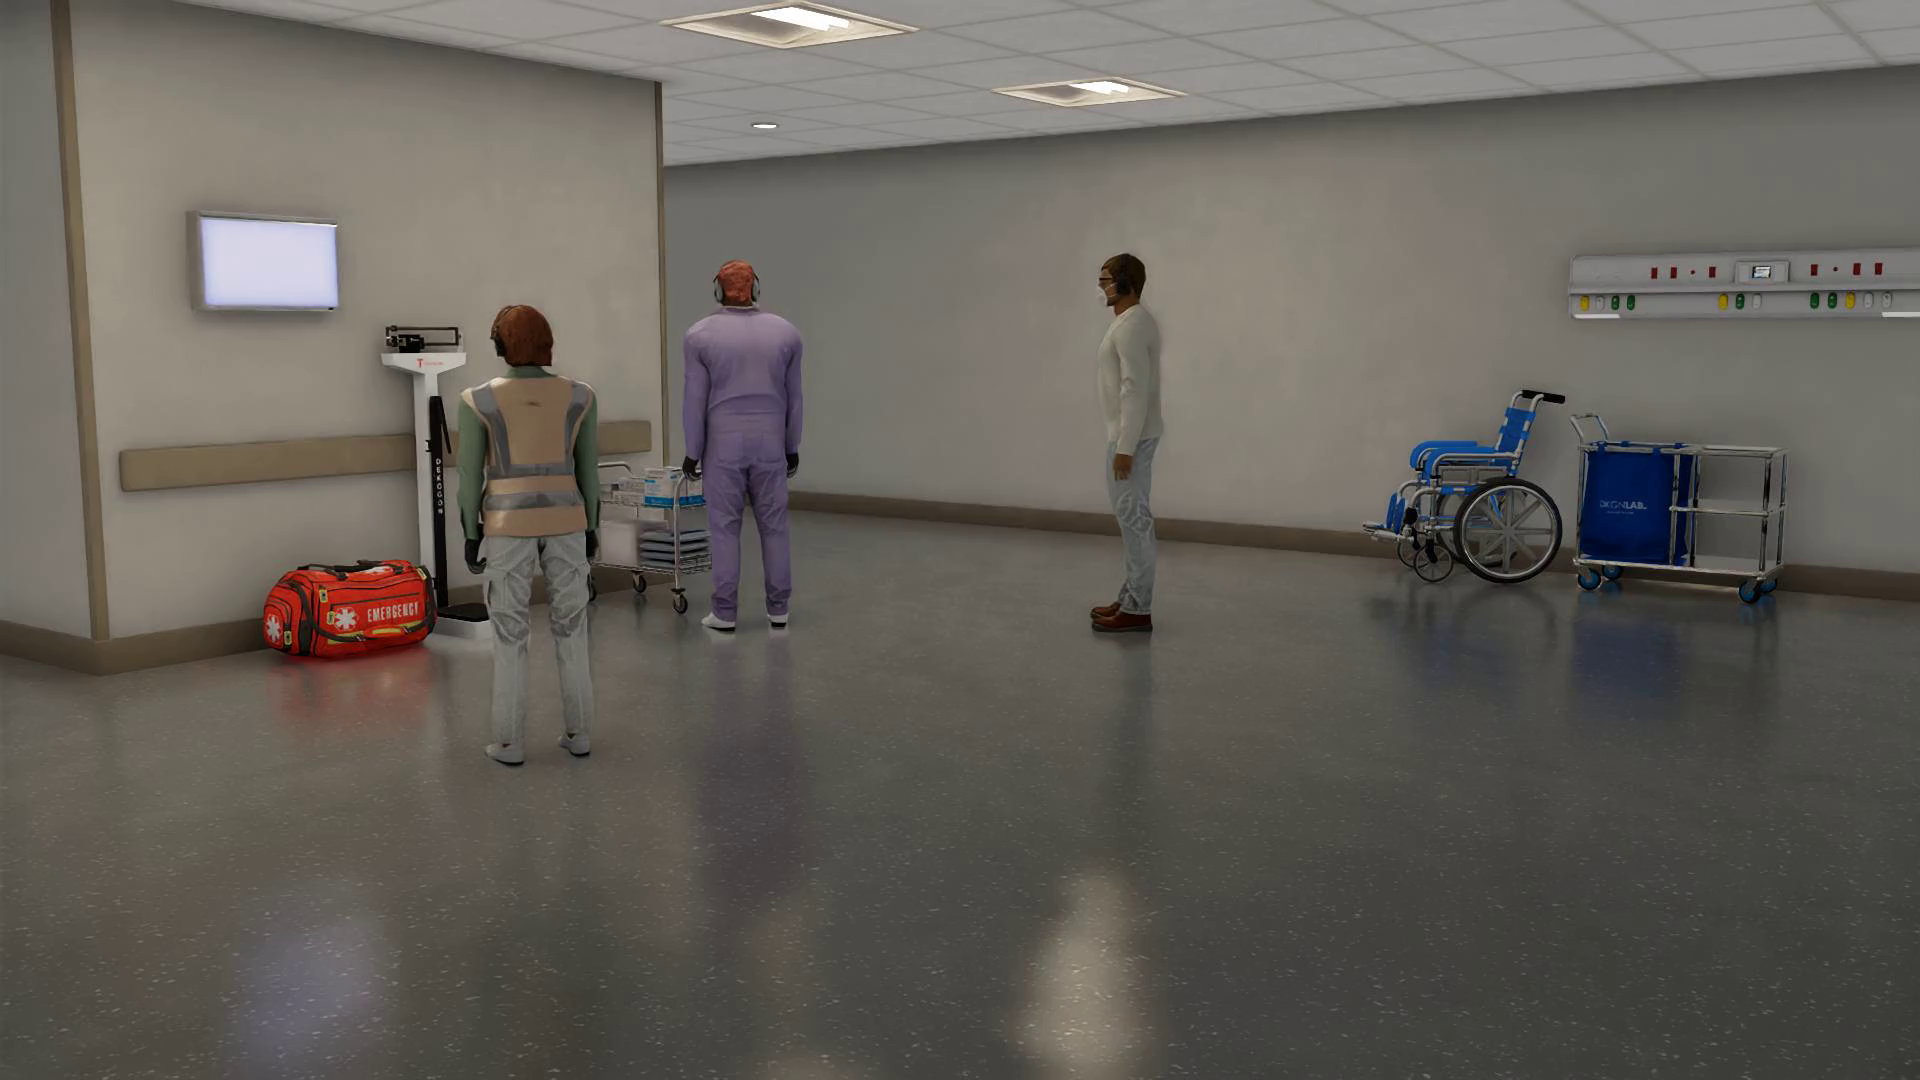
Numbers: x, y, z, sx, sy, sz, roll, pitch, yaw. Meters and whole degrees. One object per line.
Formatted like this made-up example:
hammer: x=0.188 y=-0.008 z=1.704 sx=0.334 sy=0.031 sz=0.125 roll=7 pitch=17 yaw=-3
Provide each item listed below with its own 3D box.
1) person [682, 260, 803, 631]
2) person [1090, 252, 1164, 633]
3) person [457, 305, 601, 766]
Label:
person: x=-1.127 y=-0.480 z=8.578 sx=0.639 sy=1.902 sz=0.407 roll=-3 pitch=8 yaw=-24
person: x=0.855 y=-0.494 z=8.528 sx=0.377 sy=1.940 sz=0.627 roll=1 pitch=7 yaw=8
person: x=-1.525 y=-0.016 z=5.930 sx=0.508 sy=1.629 sz=0.315 roll=-4 pitch=8 yaw=-27
